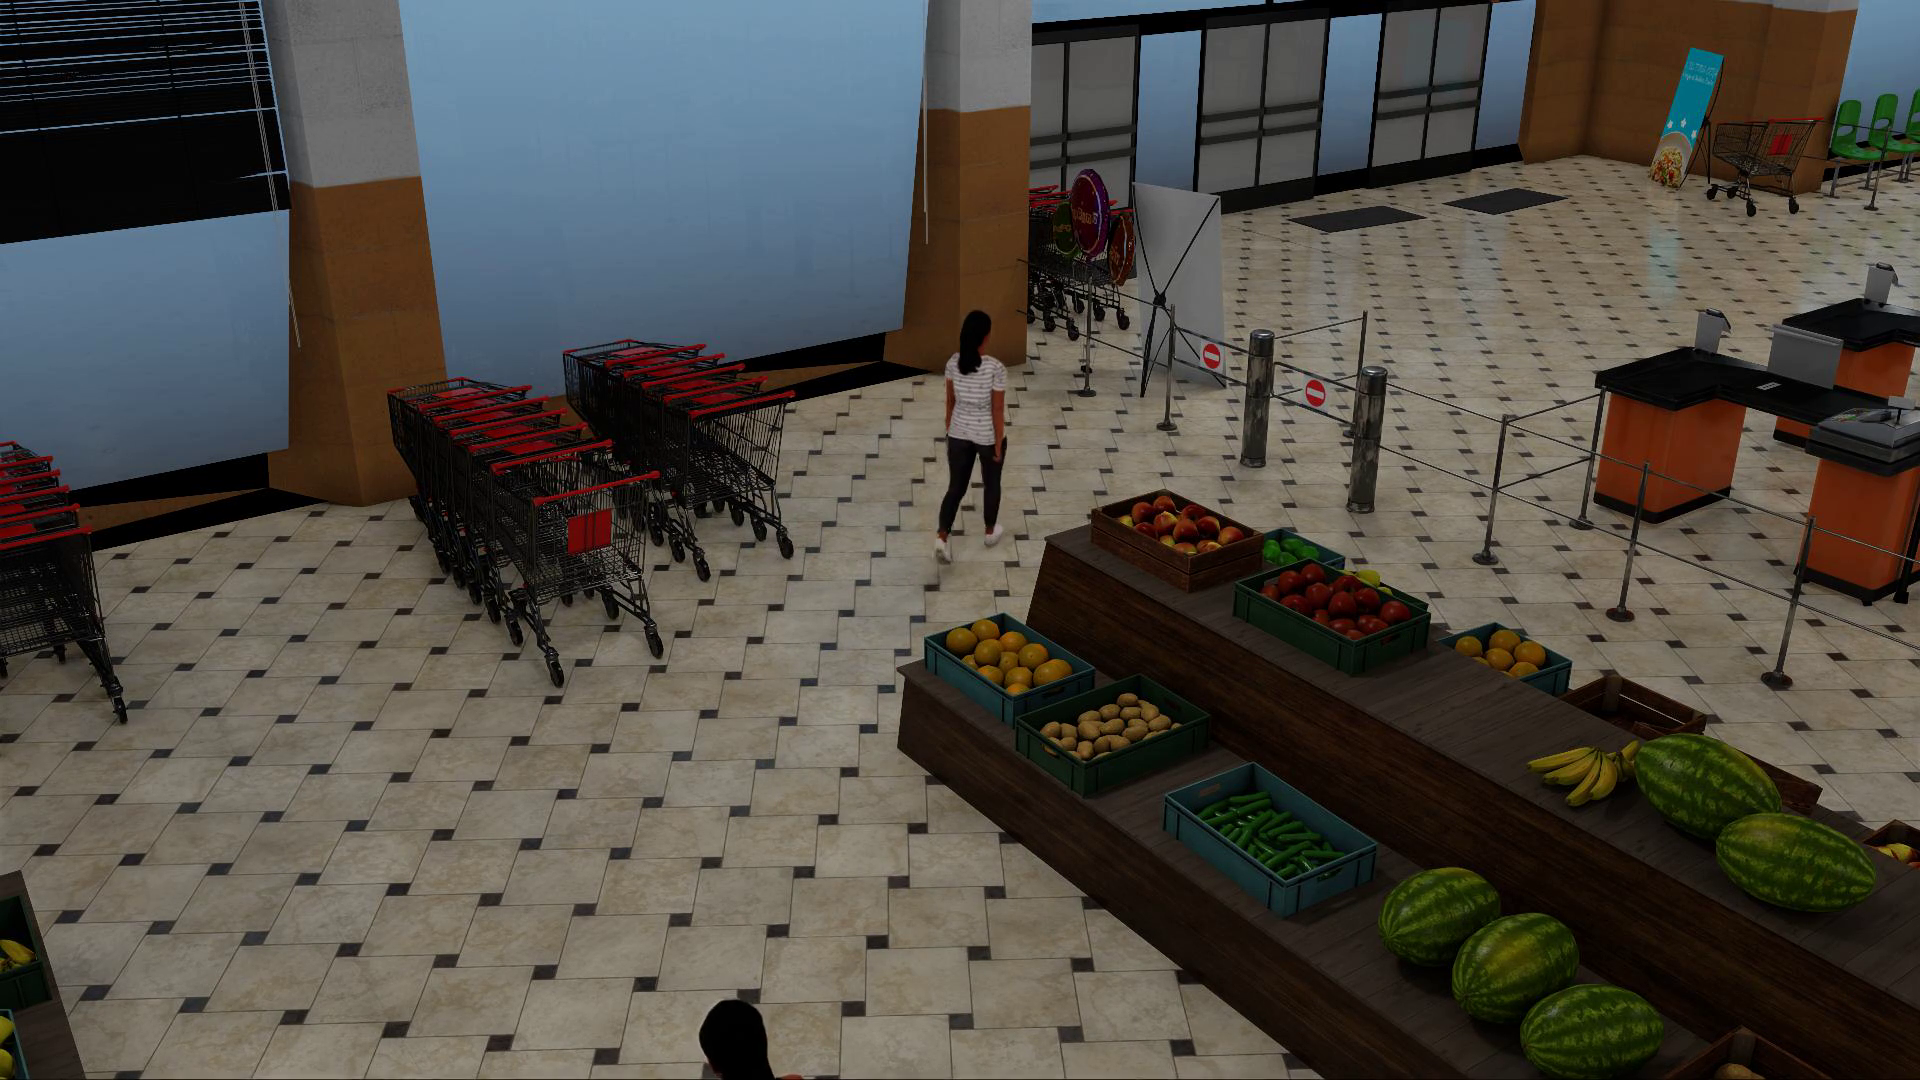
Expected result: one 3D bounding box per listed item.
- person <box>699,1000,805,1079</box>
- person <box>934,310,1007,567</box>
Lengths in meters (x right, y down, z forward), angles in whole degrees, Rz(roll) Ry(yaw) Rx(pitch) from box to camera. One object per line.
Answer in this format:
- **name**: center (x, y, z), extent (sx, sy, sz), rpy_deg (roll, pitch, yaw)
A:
- **person**: center (-0.571, 1.935, 4.584), extent (0.579, 1.673, 0.507), rpy_deg (-17, 29, -34)
- **person**: center (0.059, -0.608, 10.465), extent (1.087, 1.617, 1.012), rpy_deg (9, 25, 20)
